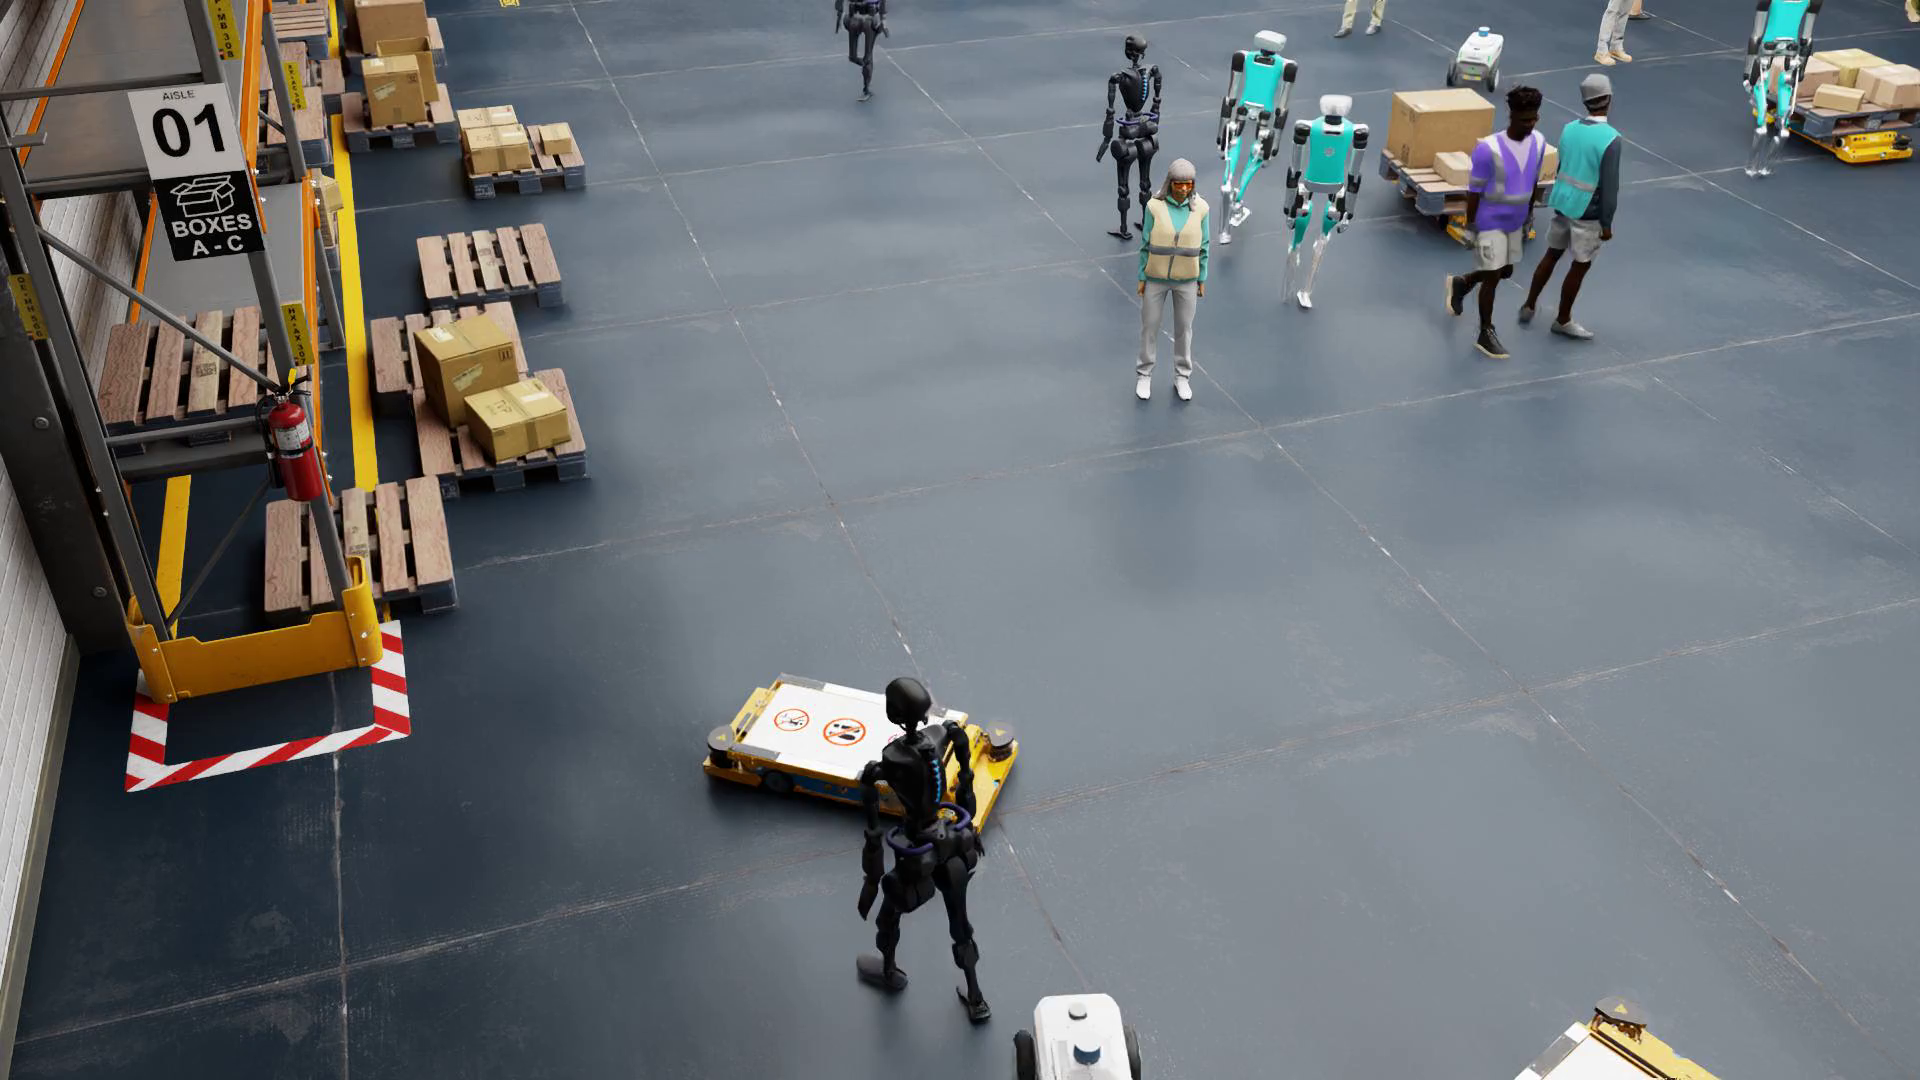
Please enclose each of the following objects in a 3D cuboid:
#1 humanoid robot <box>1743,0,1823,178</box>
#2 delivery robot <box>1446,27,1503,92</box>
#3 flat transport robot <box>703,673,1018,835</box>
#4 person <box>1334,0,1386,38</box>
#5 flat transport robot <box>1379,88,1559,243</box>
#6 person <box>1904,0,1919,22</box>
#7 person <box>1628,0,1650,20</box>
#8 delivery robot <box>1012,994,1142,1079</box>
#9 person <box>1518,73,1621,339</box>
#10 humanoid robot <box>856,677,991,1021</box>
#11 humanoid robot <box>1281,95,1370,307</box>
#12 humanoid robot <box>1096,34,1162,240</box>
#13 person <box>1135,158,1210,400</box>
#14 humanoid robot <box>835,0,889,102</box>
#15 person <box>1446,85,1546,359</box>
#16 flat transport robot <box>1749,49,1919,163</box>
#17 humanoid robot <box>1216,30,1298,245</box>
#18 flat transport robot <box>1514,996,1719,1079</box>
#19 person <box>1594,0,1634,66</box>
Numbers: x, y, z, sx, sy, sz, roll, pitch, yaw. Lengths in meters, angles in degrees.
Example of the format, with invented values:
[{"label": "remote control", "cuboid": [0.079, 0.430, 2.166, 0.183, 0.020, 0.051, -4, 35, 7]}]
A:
[{"label": "humanoid robot", "cuboid": [7.262, -4.065, 14.772, 0.532, 1.790, 0.765, 5, 33, 8]}, {"label": "delivery robot", "cuboid": [5.389, -4.999, 17.280, 0.499, 0.613, 0.807, 15, 36, 21]}, {"label": "flat transport robot", "cuboid": [-0.489, 1.048, 8.251, 1.431, 0.231, 0.659, 11, 35, 16]}, {"label": "person", "cuboid": [4.533, -6.444, 18.336, 0.576, 1.803, 0.800, 22, 39, 30]}, {"label": "flat transport robot", "cuboid": [4.339, -2.922, 14.340, 0.659, 0.231, 1.431, -6, 34, -8]}, {"label": "person", "cuboid": [11.051, -6.581, 18.553, 0.501, 1.805, 0.902, -9, 34, -14]}, {"label": "person", "cuboid": [7.835, -6.832, 19.048, 0.362, 1.676, 0.470, -14, 36, -21]}, {"label": "delivery robot", "cuboid": [0.474, 2.105, 6.385, 0.499, 0.613, 0.796, -2, 33, -3]}, {"label": "person", "cuboid": [4.432, -2.389, 12.032, 0.402, 1.902, 0.686, -12, 35, -18]}, {"label": "humanoid robot", "cuboid": [-0.150, 1.253, 6.661, 0.610, 1.641, 0.593, -26, 41, -34]}, {"label": "humanoid robot", "cuboid": [2.671, -2.479, 12.405, 0.544, 1.863, 0.791, 5, 33, 7]}, {"label": "humanoid robot", "cuboid": [1.409, -3.309, 13.632, 0.599, 1.657, 0.315, -19, 37, -26]}, {"label": "person", "cuboid": [1.431, -1.762, 11.247, 0.464, 1.706, 0.367, 1, 33, 1]}, {"label": "humanoid robot", "cuboid": [-0.936, -5.292, 16.699, 0.599, 1.644, 0.546, 12, 35, 18]}, {"label": "person", "cuboid": [3.829, -2.319, 11.892, 0.603, 1.942, 0.770, -15, 36, -22]}, {"label": "flat transport robot", "cuboid": [8.341, -3.953, 15.921, 0.659, 0.231, 1.431, -8, 34, -13]}, {"label": "humanoid robot", "cuboid": [2.296, -3.135, 13.345, 0.578, 1.725, 1.028, 12, 35, 17]}, {"label": "flat transport robot", "cuboid": [2.356, 2.319, 6.301, 1.431, 0.231, 0.659, -25, 41, -33]}, {"label": "person", "cuboid": [7.085, -5.991, 17.582, 0.461, 1.873, 0.341, -18, 37, -25]}]
